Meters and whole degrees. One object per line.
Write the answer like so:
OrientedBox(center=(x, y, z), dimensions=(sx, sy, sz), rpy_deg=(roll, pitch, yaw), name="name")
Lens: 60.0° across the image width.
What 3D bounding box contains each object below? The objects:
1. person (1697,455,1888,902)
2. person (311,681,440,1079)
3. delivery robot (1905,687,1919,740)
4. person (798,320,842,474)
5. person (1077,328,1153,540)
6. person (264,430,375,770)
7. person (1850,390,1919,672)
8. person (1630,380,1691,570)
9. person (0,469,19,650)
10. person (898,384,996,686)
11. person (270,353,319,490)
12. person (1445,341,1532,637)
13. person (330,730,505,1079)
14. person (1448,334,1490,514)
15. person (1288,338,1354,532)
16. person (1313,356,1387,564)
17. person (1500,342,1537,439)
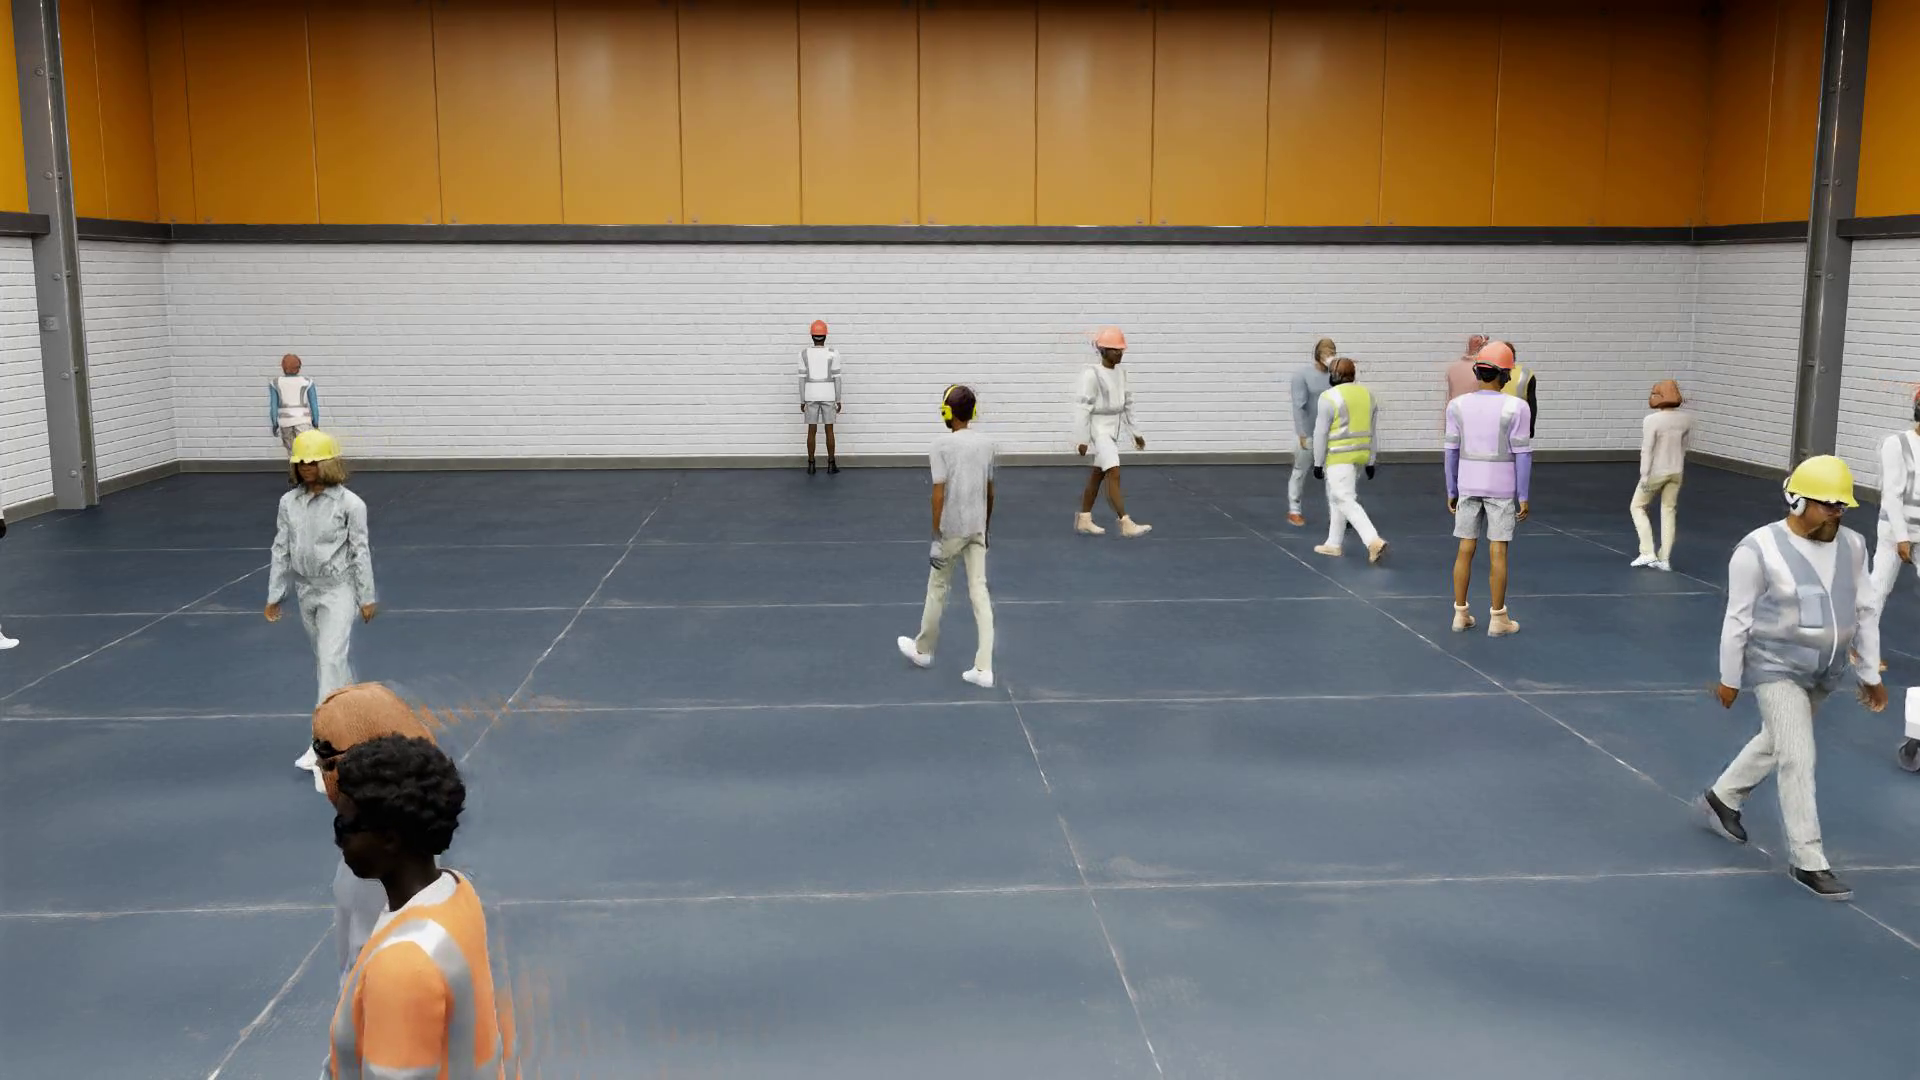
OrientedBox(center=(3.461, 0.511, 6.969), dimensions=(0.591, 1.792, 0.930), rpy_deg=(-2, 9, -14), name="person")
OrientedBox(center=(-1.318, 1.114, 3.681), dimensions=(0.518, 1.612, 0.500), rpy_deg=(-5, 10, -27), name="person")
OrientedBox(center=(5.022, 0.888, 8.140), dimensions=(0.477, 0.478, 0.707), rpy_deg=(-4, 10, -21), name="delivery robot")
OrientedBox(center=(-1.757, -1.793, 20.930), dimensions=(0.545, 1.942, 0.351), rpy_deg=(0, 9, 2), name="person")
OrientedBox(center=(1.499, -1.000, 15.798), dimensions=(1.005, 1.994, 0.617), rpy_deg=(7, 11, 36), name="person")
OrientedBox(center=(-3.310, 0.307, 8.479), dimensions=(0.488, 1.714, 0.813), rpy_deg=(3, 10, 18), name="person")
OrientedBox(center=(5.890, -0.027, 10.204), dimensions=(0.572, 1.826, 1.004), rpy_deg=(-1, 9, -9), name="person")
OrientedBox(center=(5.940, -0.550, 14.132), dimensions=(0.511, 1.622, 0.381), rpy_deg=(-3, 9, -16), name="person")
OrientedBox(center=(-6.594, -0.200, 10.970), dimensions=(0.585, 1.928, 0.366), rpy_deg=(0, 9, -1), name="person")
OrientedBox(center=(-0.041, -0.049, 10.334), dimensions=(0.560, 1.821, 0.942), rpy_deg=(-6, 11, -32), name="person")
OrientedBox(center=(-7.620, -1.327, 19.037), dimensions=(0.519, 1.611, 0.766), rpy_deg=(-1, 9, -7), name="person")
OrientedBox(center=(3.669, -0.352, 11.560), dimensions=(0.607, 2.044, 0.375), rpy_deg=(7, 12, 39), name="person")
OrientedBox(center=(-0.954, 1.179, 3.131), dimensions=(0.728, 1.678, 0.543), rpy_deg=(-2, 9, -11), name="person")
OrientedBox(center=(5.413, -1.205, 17.399), dimensions=(0.477, 1.891, 0.662), rpy_deg=(-3, 10, -18), name="person")
OrientedBox(center=(3.523, -1.020, 16.265), dimensions=(0.646, 1.878, 1.046), rpy_deg=(-3, 9, -16), name="person")
OrientedBox(center=(3.423, -0.694, 14.494), dimensions=(0.618, 1.807, 0.899), rpy_deg=(-6, 11, -35), name="person")
OrientedBox(center=(5.827, -1.221, 17.808), dimensions=(0.625, 1.802, 0.949), rpy_deg=(4, 10, 24), name="person")
